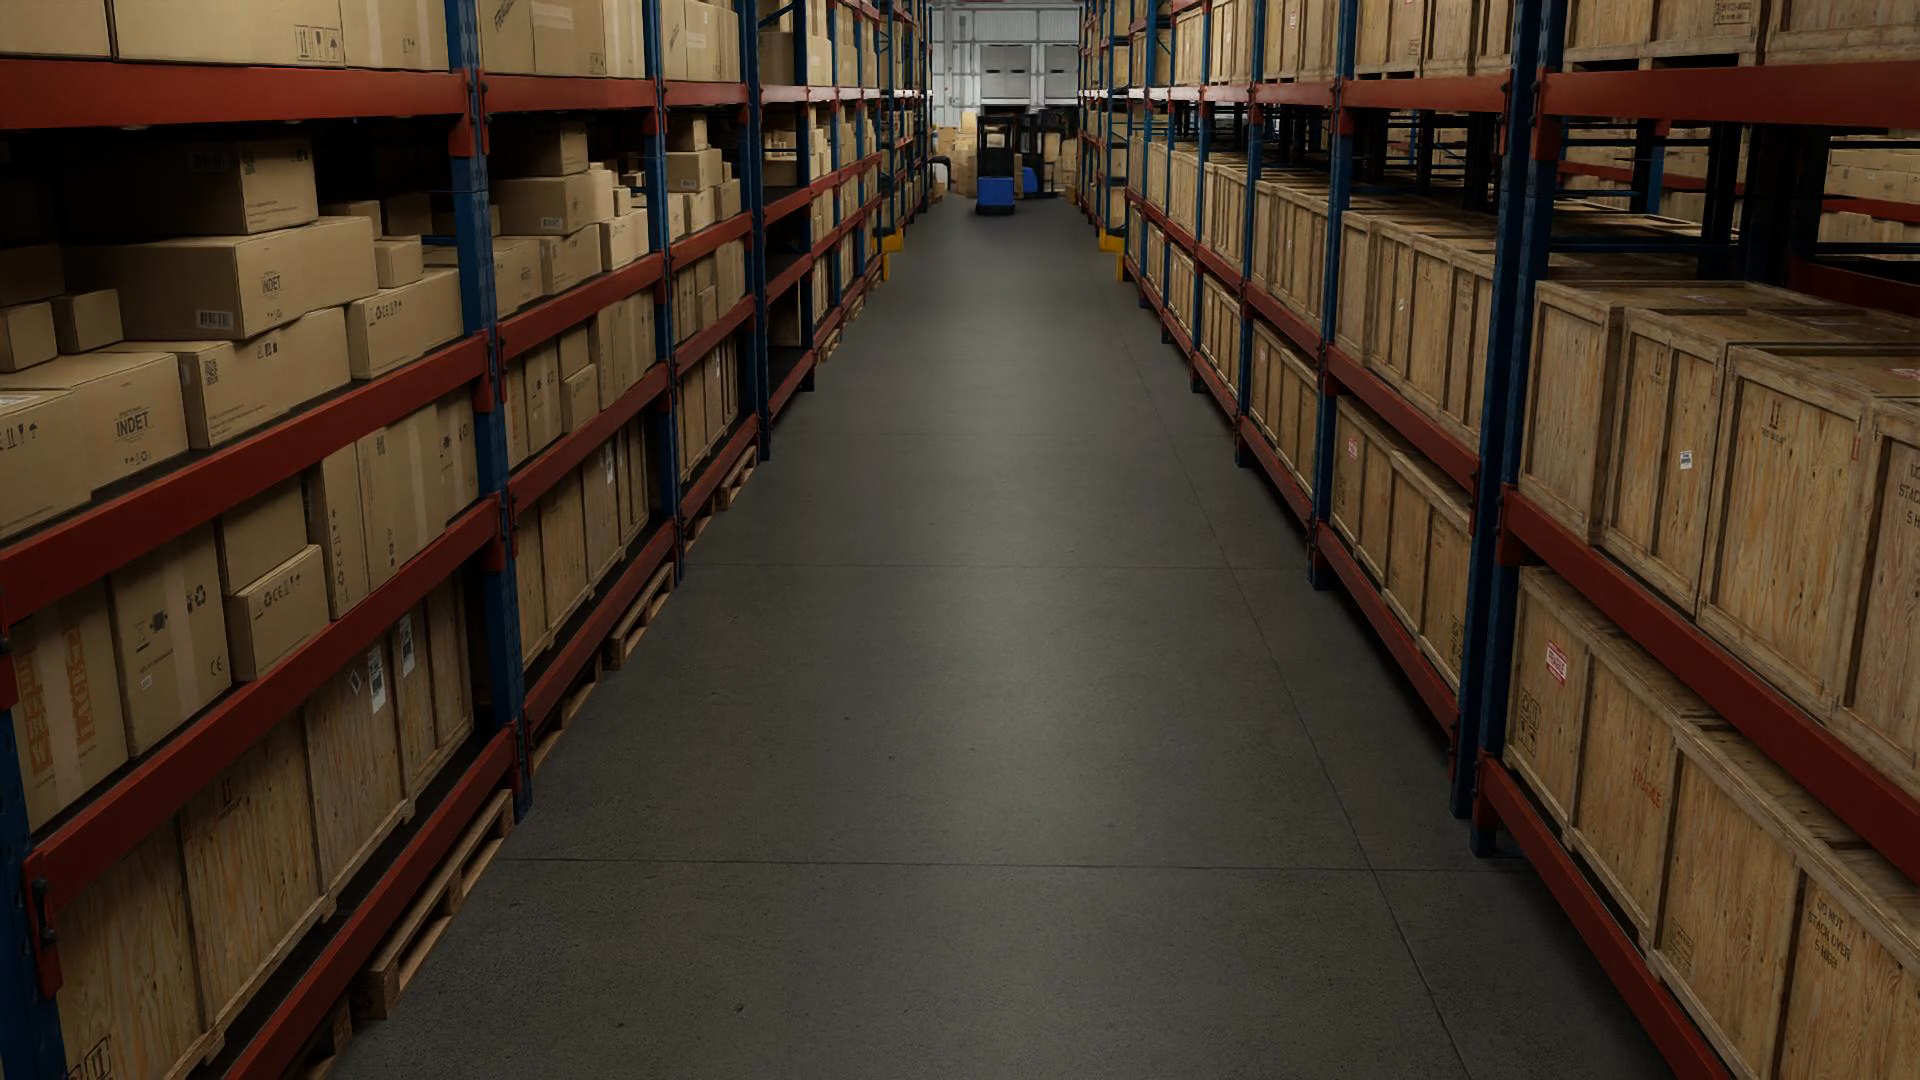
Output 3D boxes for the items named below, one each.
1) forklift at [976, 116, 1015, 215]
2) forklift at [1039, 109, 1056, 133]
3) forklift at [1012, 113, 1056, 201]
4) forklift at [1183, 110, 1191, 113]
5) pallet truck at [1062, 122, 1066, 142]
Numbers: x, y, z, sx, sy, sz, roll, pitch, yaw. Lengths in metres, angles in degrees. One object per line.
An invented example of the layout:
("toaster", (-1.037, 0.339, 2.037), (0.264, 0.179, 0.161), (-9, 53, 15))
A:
("forklift", (1.036, -10.912, 48.393), (1.129, 2.768, 1.873), (0, 15, 1))
("forklift", (3.690, -16.762, 70.158), (1.873, 2.768, 1.129), (10, 18, 32))
("forklift", (2.127, -12.603, 54.683), (1.873, 2.768, 1.129), (-14, 20, -42))
("forklift", (8.725, -15.691, 66.172), (1.129, 2.768, 1.873), (-14, 21, -42))
("pallet truck", (5.788, -21.111, 88.014), (1.885, 1.965, 0.823), (5, 16, 18))
